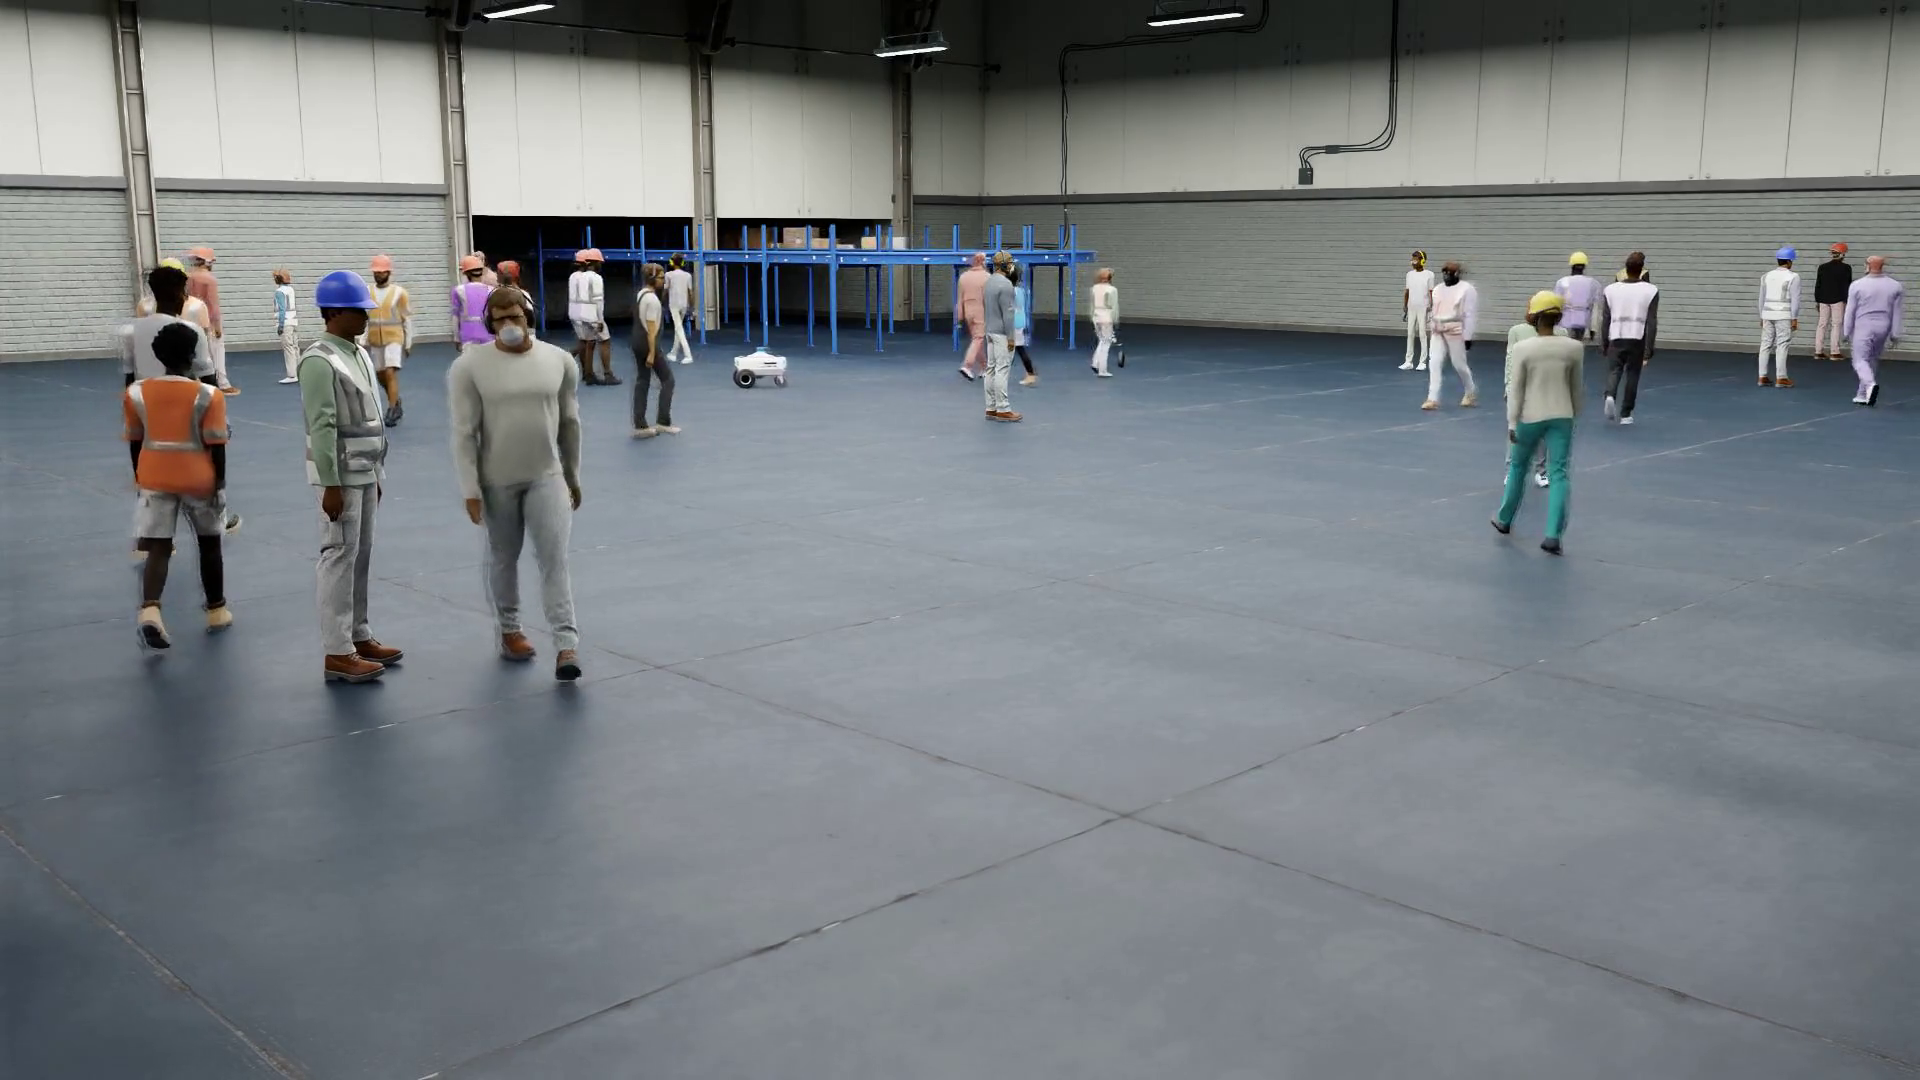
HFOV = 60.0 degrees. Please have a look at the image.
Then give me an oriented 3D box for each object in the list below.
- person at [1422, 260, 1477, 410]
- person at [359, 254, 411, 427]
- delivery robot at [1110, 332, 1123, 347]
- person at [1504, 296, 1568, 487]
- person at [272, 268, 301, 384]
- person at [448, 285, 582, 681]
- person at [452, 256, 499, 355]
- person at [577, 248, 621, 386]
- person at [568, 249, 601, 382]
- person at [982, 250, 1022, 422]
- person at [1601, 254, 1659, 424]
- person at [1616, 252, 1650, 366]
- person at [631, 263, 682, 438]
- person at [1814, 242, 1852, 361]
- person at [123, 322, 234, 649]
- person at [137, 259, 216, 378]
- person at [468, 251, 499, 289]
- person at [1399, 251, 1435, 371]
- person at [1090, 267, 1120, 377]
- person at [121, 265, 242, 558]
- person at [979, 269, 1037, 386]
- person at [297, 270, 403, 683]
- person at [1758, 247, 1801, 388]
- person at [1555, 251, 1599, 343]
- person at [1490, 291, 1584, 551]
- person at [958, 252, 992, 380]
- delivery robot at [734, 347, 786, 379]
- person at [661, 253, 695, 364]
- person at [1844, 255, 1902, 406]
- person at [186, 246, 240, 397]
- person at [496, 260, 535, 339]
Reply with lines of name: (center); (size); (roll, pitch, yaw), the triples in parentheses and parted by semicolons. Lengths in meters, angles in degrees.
person: (6.045, -2.519, 20.399); (0.861, 1.812, 0.632); (-9, 14, -40)
person: (-6.455, -2.263, 18.752); (0.545, 1.911, 0.844); (0, 10, 1)
delivery robot: (2.466, -3.279, 27.116); (0.335, 0.223, 0.698); (3, 11, 14)
person: (4.864, -1.273, 14.079); (0.499, 1.633, 0.280); (2, 11, 12)
person: (-9.668, -3.071, 23.870); (0.310, 1.638, 0.523); (-1, 10, -4)
person: (-2.108, -0.276, 8.024); (0.633, 1.883, 1.014); (-5, 12, -26)
person: (-5.614, -2.363, 19.370); (0.541, 1.888, 0.975); (-4, 11, -23)
person: (-5.146, -3.146, 23.521); (0.554, 1.920, 0.436); (10, 14, 43)
person: (-5.571, -3.249, 24.128); (0.657, 1.913, 0.547); (-8, 13, -37)
person: (0.470, -2.342, 19.077); (0.373, 1.940, 0.628); (-5, 11, -24)
person: (7.500, -2.246, 18.672); (0.588, 1.903, 0.539); (7, 12, 32)
person: (11.023, -3.784, 27.205); (0.429, 1.844, 0.627); (-6, 12, -29)
person: (-3.195, -1.993, 17.503); (0.649, 1.815, 0.495); (-7, 13, -34)
person: (14.894, -4.071, 28.349); (0.397, 1.992, 0.621); (-6, 12, -30)
person: (-4.061, -0.288, 8.615); (0.527, 1.668, 0.798); (-2, 11, -9)
person: (-7.163, -1.614, 15.252); (0.612, 1.878, 0.955); (-4, 11, -19)
person: (-6.889, -3.183, 23.817); (0.702, 1.874, 0.703); (-8, 13, -39)
person: (7.207, -3.605, 26.182); (0.534, 1.859, 0.315); (10, 14, 43)
person: (2.177, -3.249, 24.855); (0.375, 1.625, 0.546); (-9, 13, -39)
person: (-5.212, -0.864, 11.092); (0.631, 1.911, 1.024); (4, 11, 18)
person: (0.694, -3.014, 23.511); (0.921, 1.638, 0.550); (3, 11, 15)
person: (-2.933, -0.315, 7.995); (0.398, 1.945, 0.616); (0, 10, -2)
person: (11.486, -3.126, 23.325); (0.403, 1.948, 0.605); (-5, 12, -26)
person: (8.244, -2.911, 22.290); (0.598, 1.900, 0.861); (-1, 10, -3)
person: (3.969, -0.826, 11.386); (0.539, 1.727, 0.872); (0, 10, 2)
person: (0.251, -3.319, 24.612); (0.666, 1.873, 0.947); (8, 13, 38)
delivery robot: (-2.808, -2.468, 23.402); (0.707, 0.478, 0.477); (-2, 11, -12)
person: (-4.702, -3.850, 27.649); (0.503, 1.821, 0.966); (-10, 14, -42)
person: (11.349, -2.603, 20.697); (0.646, 1.875, 0.826); (1, 10, 4)
person: (-9.925, -2.857, 21.806); (0.634, 1.969, 0.743); (7, 12, 33)
person: (-4.330, -1.787, 16.243); (0.446, 1.868, 0.580); (0, 10, 1)
